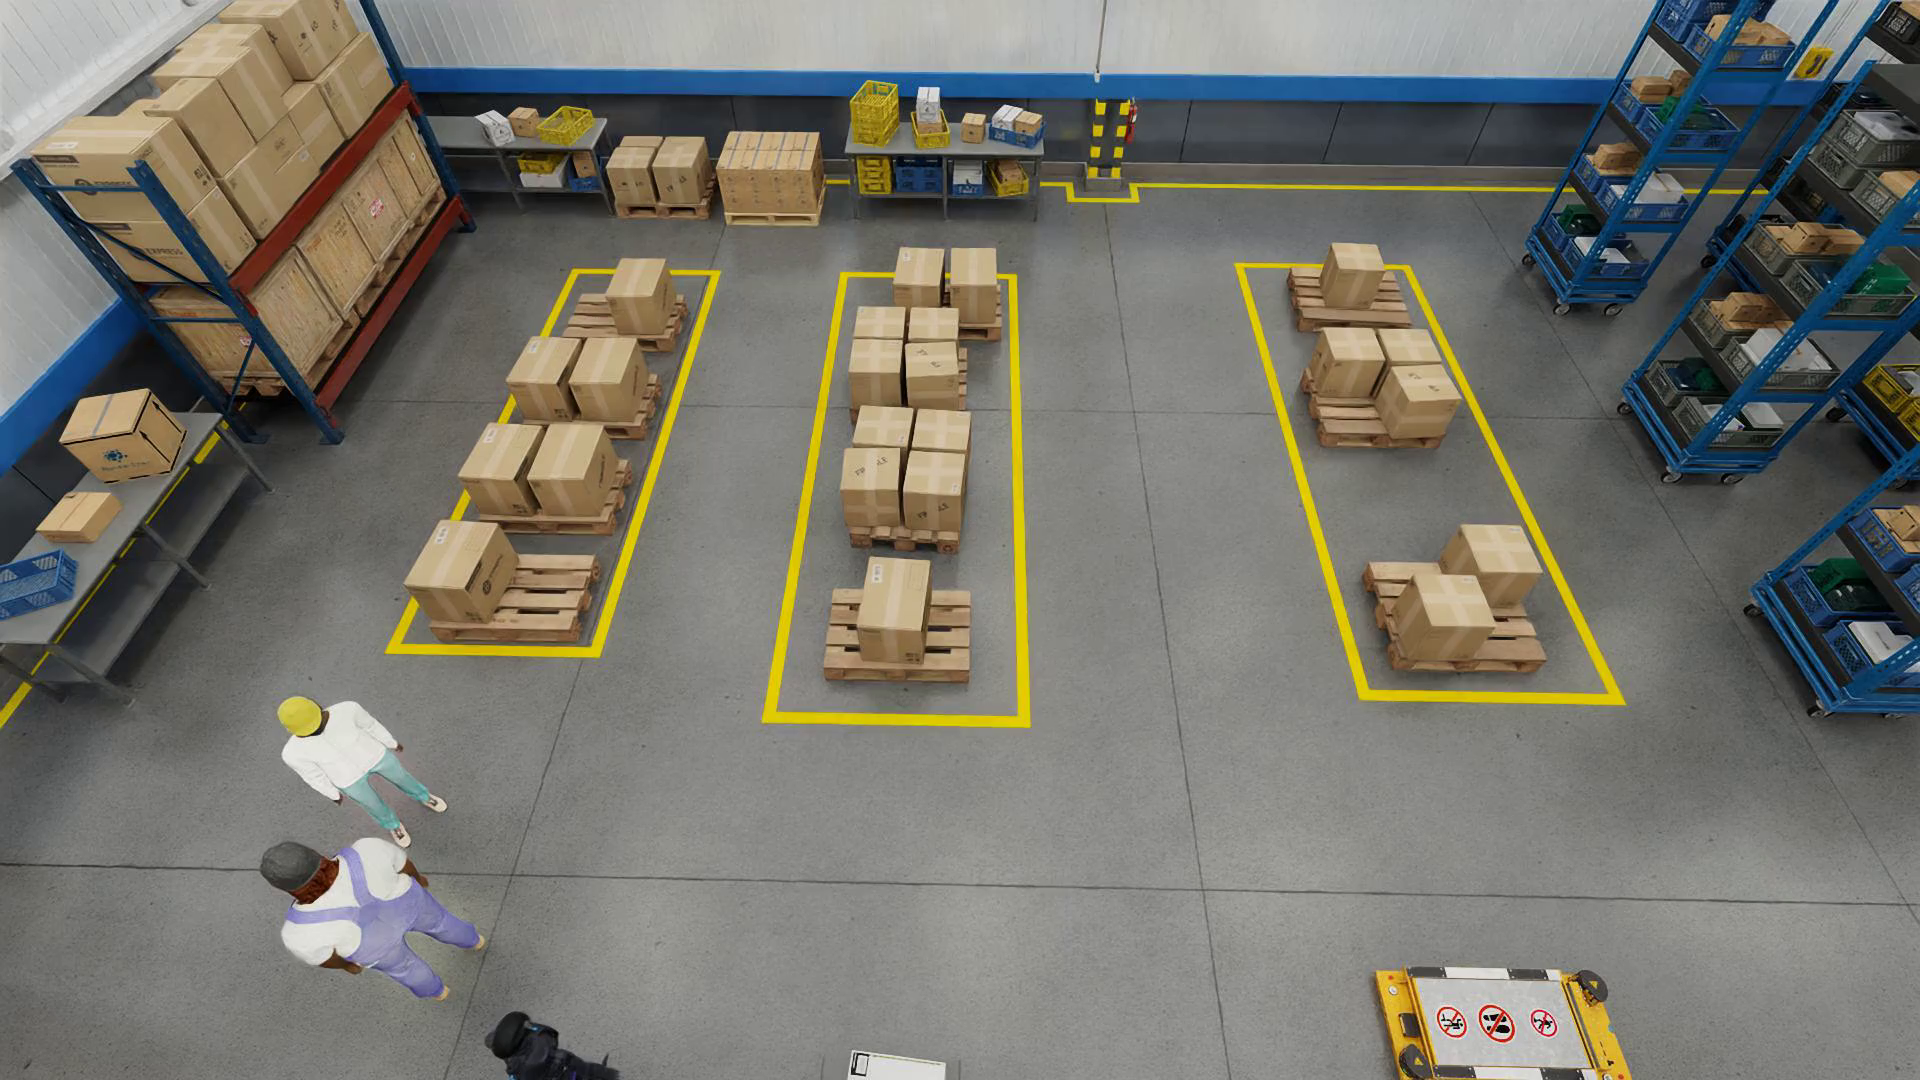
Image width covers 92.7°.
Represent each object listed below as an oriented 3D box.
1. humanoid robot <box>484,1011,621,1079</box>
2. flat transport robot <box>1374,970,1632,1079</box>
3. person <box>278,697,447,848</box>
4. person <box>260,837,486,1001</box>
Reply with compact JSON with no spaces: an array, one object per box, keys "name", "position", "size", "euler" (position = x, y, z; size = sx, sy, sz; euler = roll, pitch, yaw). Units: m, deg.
[{"name":"humanoid robot","position":[-2.251,2.988,5.139],"size":[0.574,1.650,0.336],"euler":[9,51,8]},{"name":"flat transport robot","position":[3.501,3.133,5.914],"size":[1.431,0.197,0.652],"euler":[1,51,1]},{"name":"person","position":[-4.081,1.552,6.253],"size":[0.314,1.767,0.534],"euler":[27,56,20]},{"name":"person","position":[-3.534,2.251,5.509],"size":[0.536,2.000,0.682],"euler":[22,54,17]}]
